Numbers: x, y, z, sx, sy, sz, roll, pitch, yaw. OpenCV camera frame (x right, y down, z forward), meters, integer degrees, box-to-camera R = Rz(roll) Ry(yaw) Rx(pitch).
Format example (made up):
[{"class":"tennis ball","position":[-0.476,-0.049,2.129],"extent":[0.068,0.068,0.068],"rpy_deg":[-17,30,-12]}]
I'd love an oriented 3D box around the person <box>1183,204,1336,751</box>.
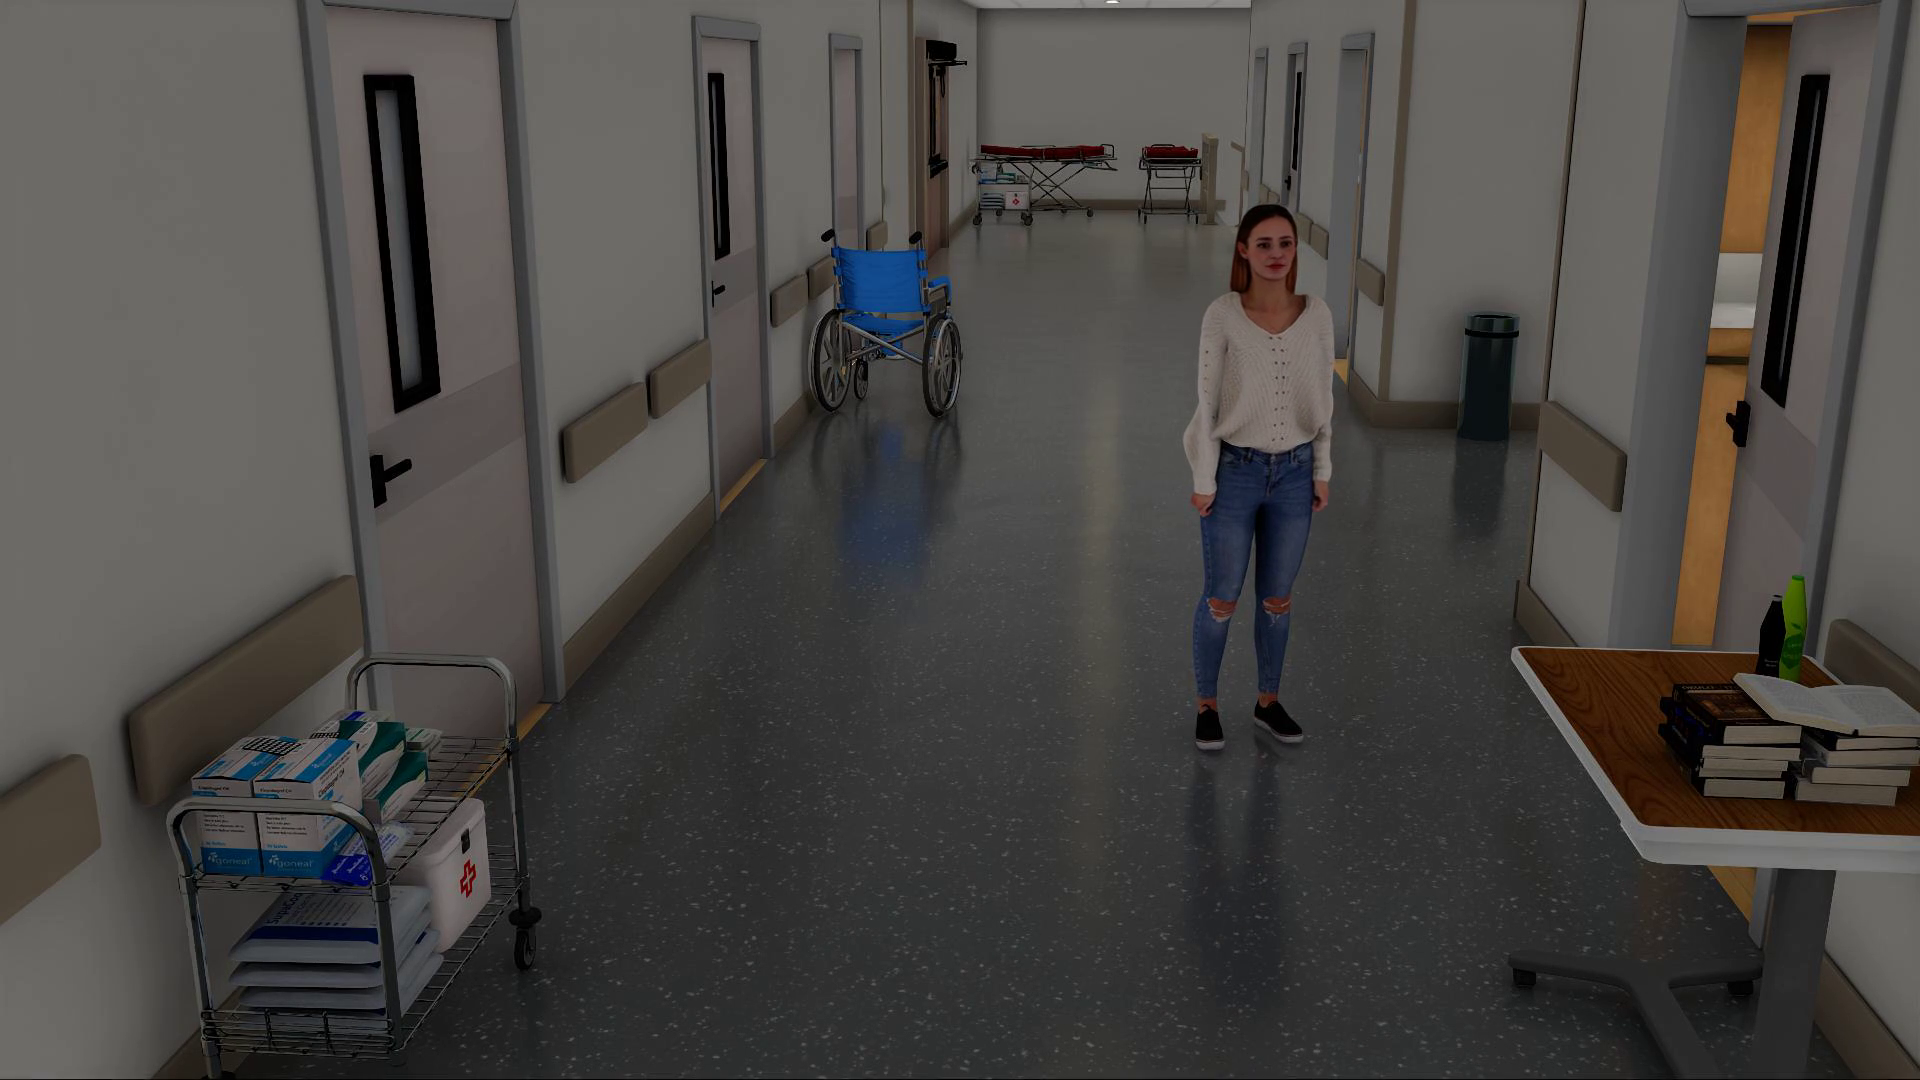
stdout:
[{"class":"person","position":[0.920,-0.186,5.166],"extent":[0.670,1.692,0.632],"rpy_deg":[-3,16,-10]}]
